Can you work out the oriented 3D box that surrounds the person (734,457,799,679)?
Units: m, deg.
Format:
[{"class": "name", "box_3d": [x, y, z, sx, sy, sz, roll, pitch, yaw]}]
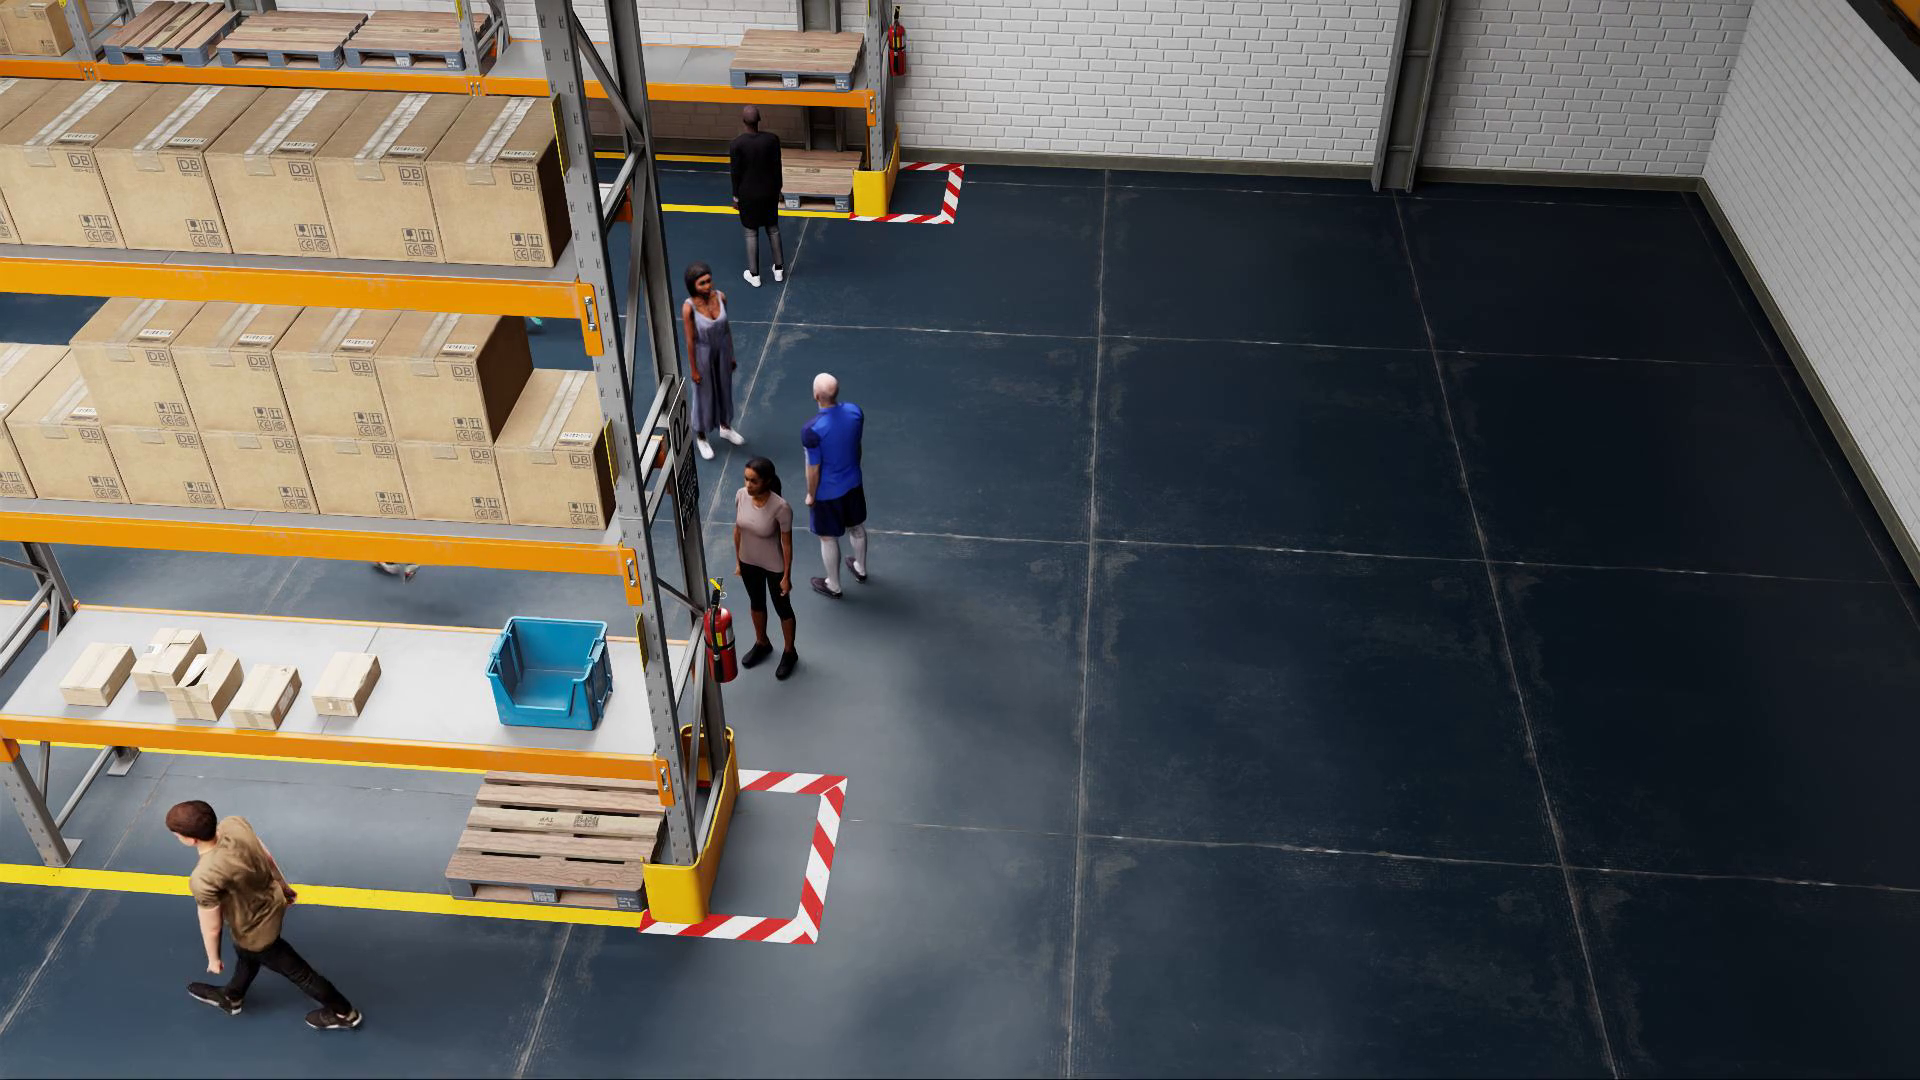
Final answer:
[{"class": "person", "box_3d": [-1.305, 0.161, 11.226, 0.609, 1.748, 0.740, 18, 42, 21]}]

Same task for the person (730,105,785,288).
[{"class": "person", "box_3d": [-1.876, -3.196, 15.418, 0.664, 1.762, 0.791, -16, 41, -19]}]

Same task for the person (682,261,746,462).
[{"class": "person", "box_3d": [-1.998, -1.456, 13.293, 0.650, 1.696, 0.707, -29, 47, -31]}]

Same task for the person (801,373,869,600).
[{"class": "person", "box_3d": [-0.888, -0.395, 11.849, 0.746, 1.840, 0.784, -32, 48, -33]}]

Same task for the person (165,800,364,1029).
[{"class": "person", "box_3d": [-3.640, 2.035, 8.836, 1.208, 1.803, 0.733, 2, 39, 2]}]
